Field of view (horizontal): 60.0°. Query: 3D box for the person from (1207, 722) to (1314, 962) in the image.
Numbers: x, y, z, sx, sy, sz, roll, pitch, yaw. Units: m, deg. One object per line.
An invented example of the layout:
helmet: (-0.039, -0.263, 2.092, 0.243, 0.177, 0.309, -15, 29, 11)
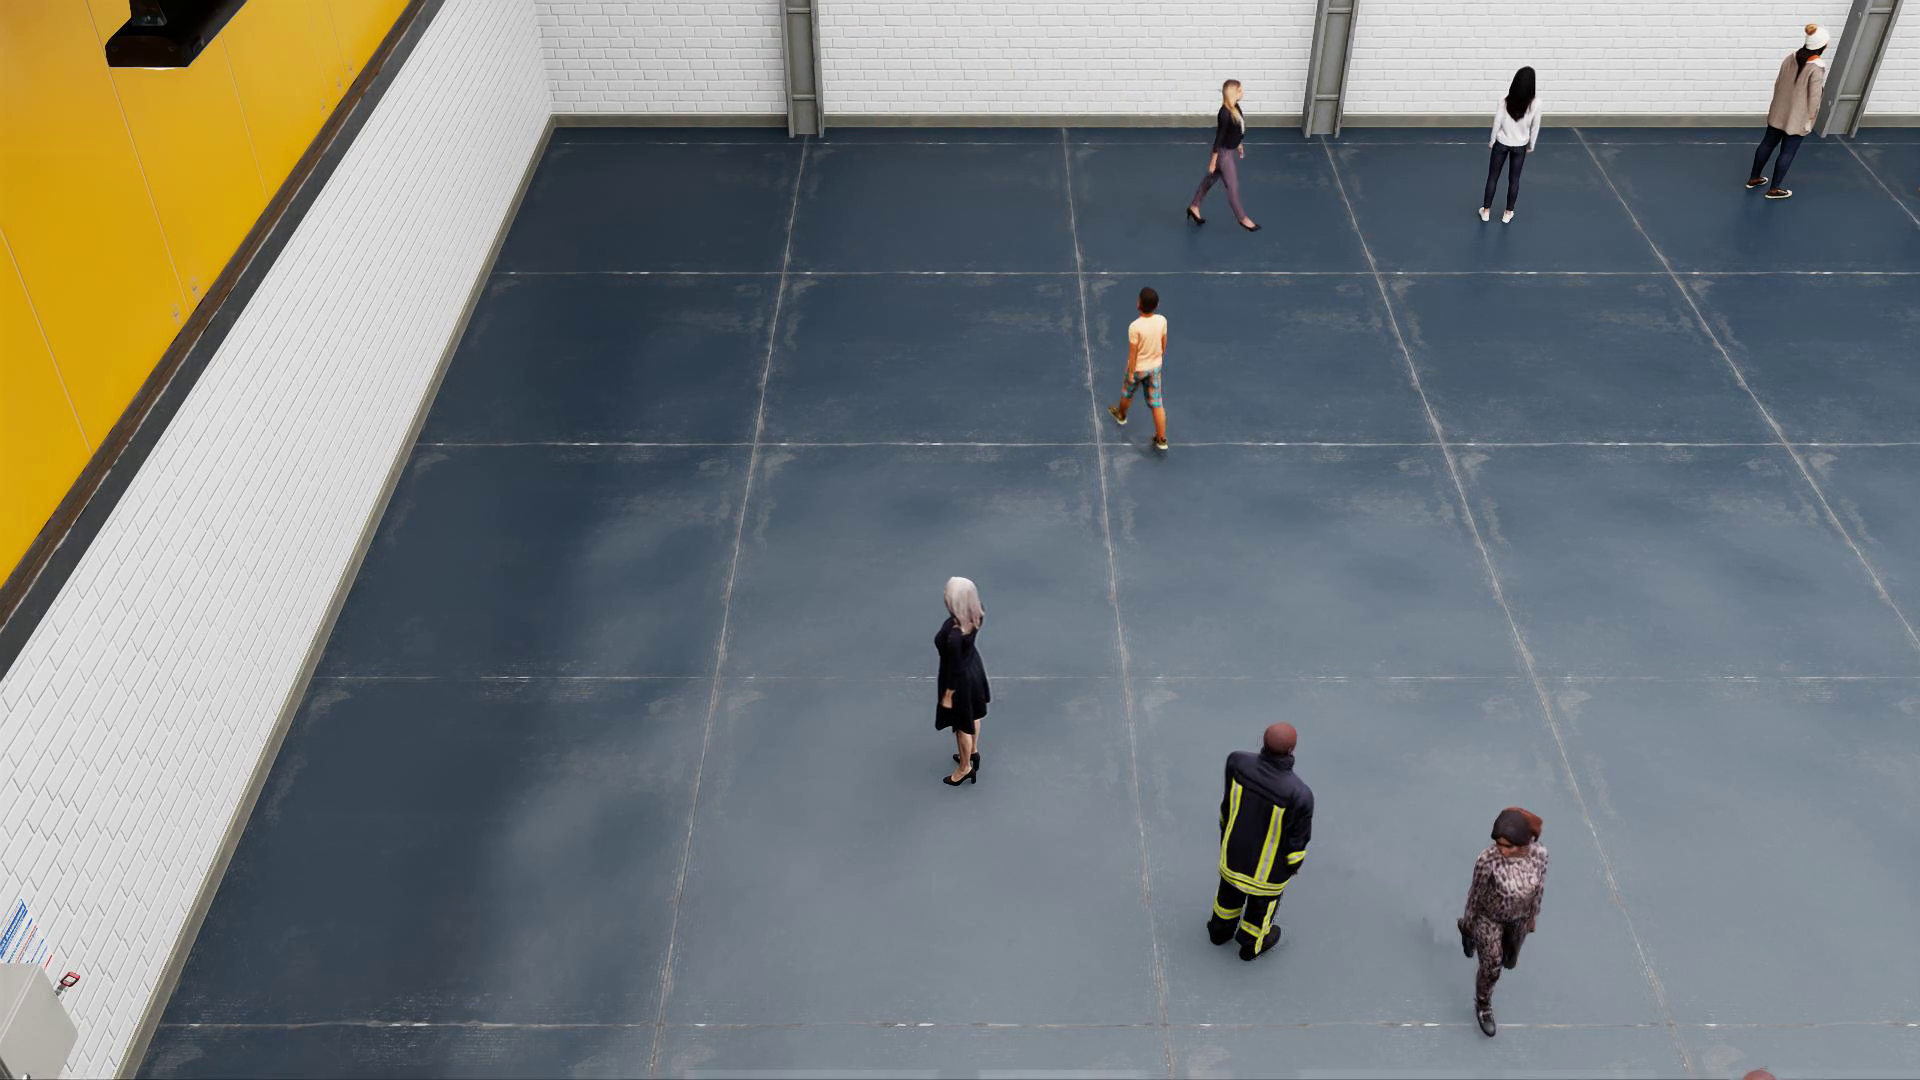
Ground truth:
person: (1.764, 1.768, 9.795, 0.854, 1.819, 0.922, 29, 47, 31)

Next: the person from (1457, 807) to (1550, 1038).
person: (3.043, 2.094, 9.491, 0.840, 1.688, 0.722, -6, 39, -8)

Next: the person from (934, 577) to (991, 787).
person: (0.000, 0.927, 10.907, 0.669, 1.746, 0.675, 12, 40, 14)

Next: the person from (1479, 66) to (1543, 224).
person: (5.715, -4.106, 17.248, 0.575, 1.697, 0.726, 8, 39, 10)

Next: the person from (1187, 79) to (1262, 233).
person: (2.620, -3.935, 17.086, 1.116, 1.631, 0.847, 12, 40, 14)

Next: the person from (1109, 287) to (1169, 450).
person: (1.611, -1.423, 14.106, 1.011, 1.425, 0.855, -14, 41, -17)

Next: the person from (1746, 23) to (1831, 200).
person: (8.840, -4.582, 17.688, 0.805, 1.891, 0.804, -15, 41, -18)
